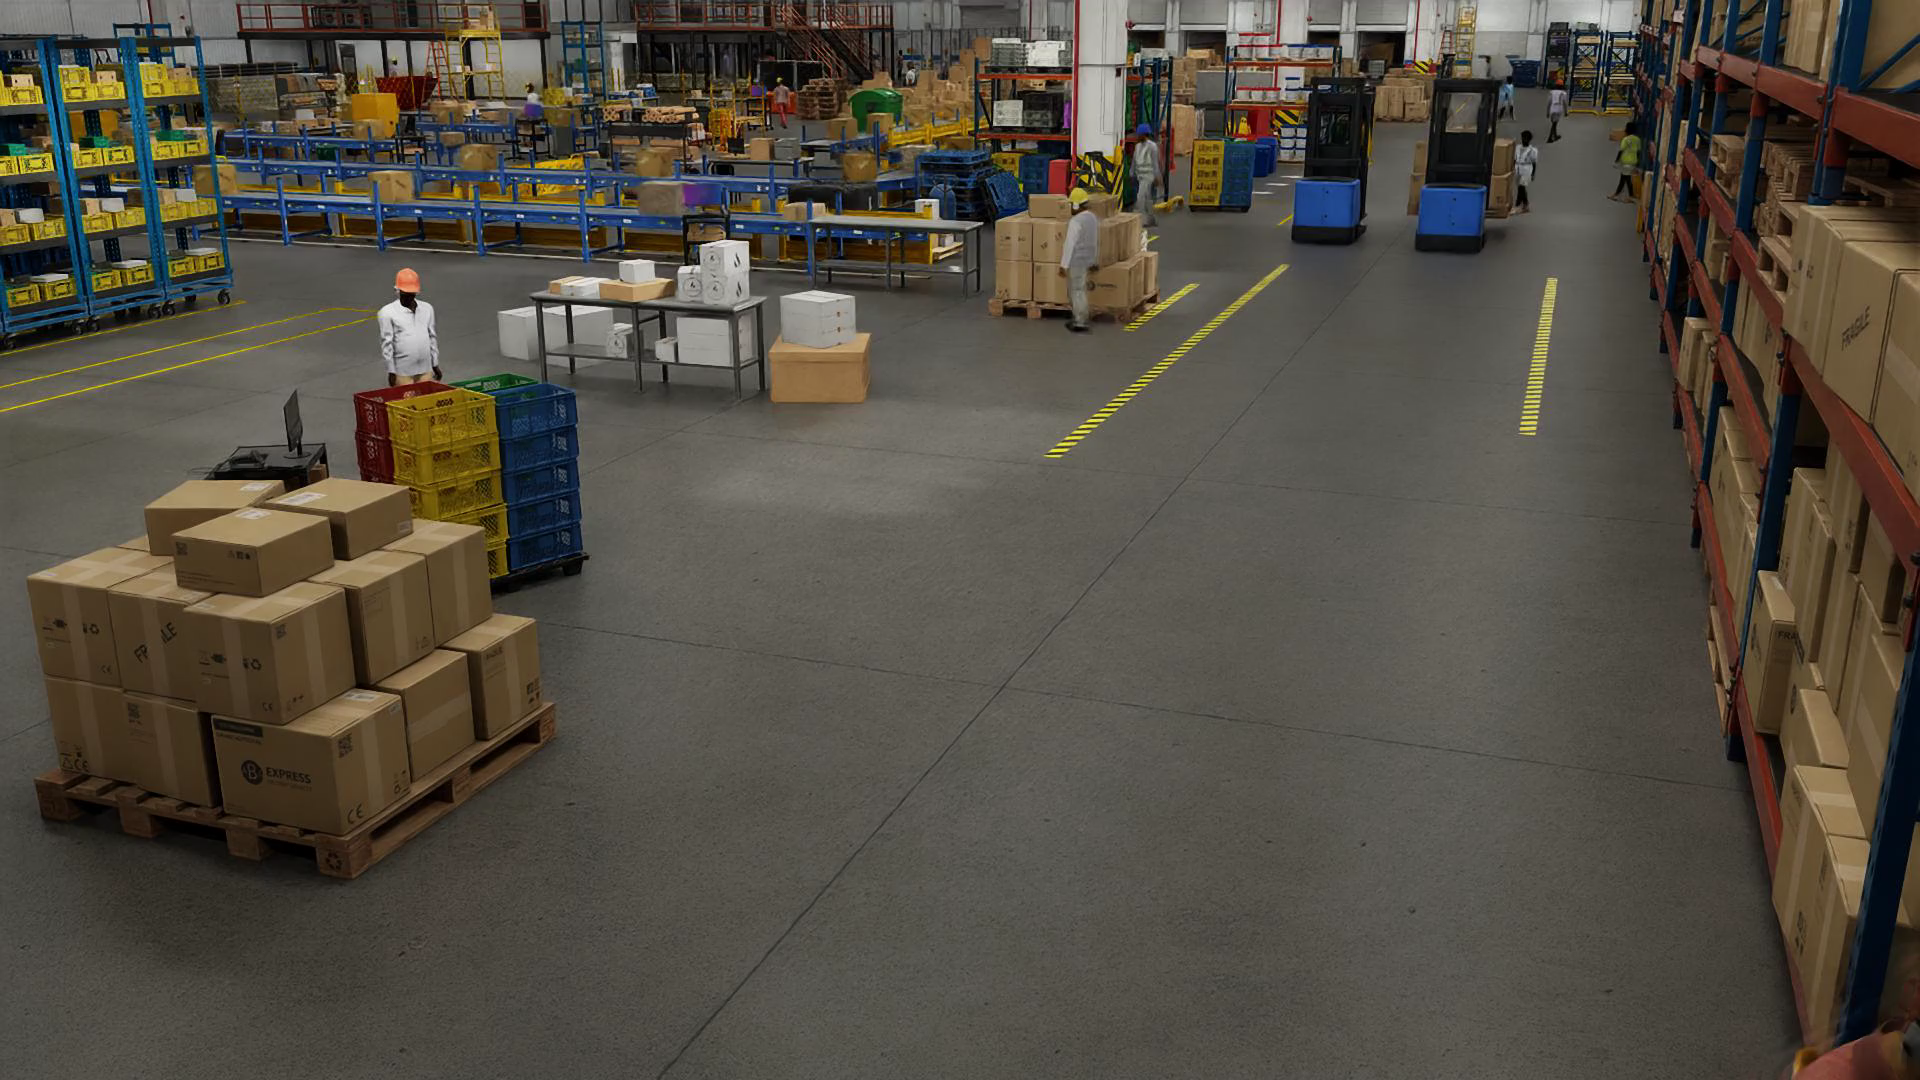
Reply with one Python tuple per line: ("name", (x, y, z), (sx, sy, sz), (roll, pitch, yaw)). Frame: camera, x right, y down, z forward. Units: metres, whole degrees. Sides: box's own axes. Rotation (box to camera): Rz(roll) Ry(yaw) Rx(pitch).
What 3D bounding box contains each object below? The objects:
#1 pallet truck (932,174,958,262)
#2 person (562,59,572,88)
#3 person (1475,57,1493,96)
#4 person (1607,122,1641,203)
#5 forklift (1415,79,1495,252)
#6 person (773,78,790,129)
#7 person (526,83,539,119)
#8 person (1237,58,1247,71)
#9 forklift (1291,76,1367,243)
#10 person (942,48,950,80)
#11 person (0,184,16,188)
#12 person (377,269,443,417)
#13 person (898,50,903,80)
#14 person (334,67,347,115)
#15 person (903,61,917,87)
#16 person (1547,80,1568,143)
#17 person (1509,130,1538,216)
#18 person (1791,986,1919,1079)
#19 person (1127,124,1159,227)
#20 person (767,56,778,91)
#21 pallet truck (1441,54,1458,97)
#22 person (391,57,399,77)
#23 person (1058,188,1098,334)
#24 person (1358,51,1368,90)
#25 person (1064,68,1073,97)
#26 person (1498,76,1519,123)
("pallet truck", (-0.507, -5.292, 27.348), (0.653, 1.274, 1.630), (6, 19, 19))
("person", (-17.206, -20.092, 72.843), (0.474, 1.917, 0.581), (2, 18, 8))
("person", (25.196, -22.223, 79.692), (0.946, 1.822, 0.555), (-1, 18, -4))
("person", (14.091, -8.006, 35.268), (0.642, 1.648, 0.788), (-13, 22, -34))
("forklift", (8.471, -6.404, 28.278), (1.129, 2.768, 1.873), (6, 19, 19))
("person", (-6.169, -15.121, 57.583), (0.523, 1.703, 0.976), (-8, 19, -23))
("person", (-12.851, -12.730, 49.824), (0.406, 1.849, 0.577), (5, 18, 15))
("person", (14.759, -24.673, 87.382), (0.633, 1.817, 0.658), (-7, 19, -22))
("forklift", (6.598, -6.755, 29.381), (1.129, 2.768, 1.873), (6, 19, 19))
("person", (-0.760, -26.721, 93.674), (0.547, 1.922, 0.397), (-4, 18, -12))
("person", (-13.951, -4.750, 24.713), (0.952, 1.860, 0.678), (7, 19, 20))
("person", (-4.892, -1.559, 14.894), (0.338, 1.744, 0.560), (13, 22, 36))
("person", (-3.512, -28.098, 98.362), (0.317, 1.695, 0.540), (6, 19, 19))
("person", (-24.272, -17.614, 65.224), (0.646, 1.815, 0.967), (4, 18, 12))
("person", (-1.972, -17.819, 65.508), (0.535, 2.000, 0.685), (6, 19, 19))
("person", (18.495, -13.263, 51.449), (1.012, 1.875, 0.554), (-15, 23, -39))
("person", (11.238, -7.324, 33.158), (0.877, 1.656, 0.539), (-13, 22, -34))
("person", (2.254, 1.843, 4.007), (0.670, 1.864, 0.677), (-1, 18, -2))
("person", (3.330, -6.768, 30.995), (0.959, 1.900, 0.654), (-9, 20, -26))
("person", (-8.368, -20.344, 73.519), (1.030, 2.004, 0.633), (-8, 19, -24))
("pallet truck", (22.765, -21.886, 78.355), (0.823, 1.965, 1.885), (-4, 18, -14))
("person", (-25.559, -21.000, 75.730), (0.758, 1.902, 0.600), (-7, 19, -22))
("person", (1.423, -3.495, 20.870), (0.591, 1.812, 0.605), (9, 20, 25))
("person", (20.367, -23.641, 83.896), (0.634, 1.979, 0.672), (-16, 24, -41))
("person", (4.345, -17.337, 64.221), (0.854, 1.914, 0.638), (17, 24, 42))
("person", (19.919, -15.932, 60.177), (0.797, 1.659, 0.554), (15, 23, 40))
